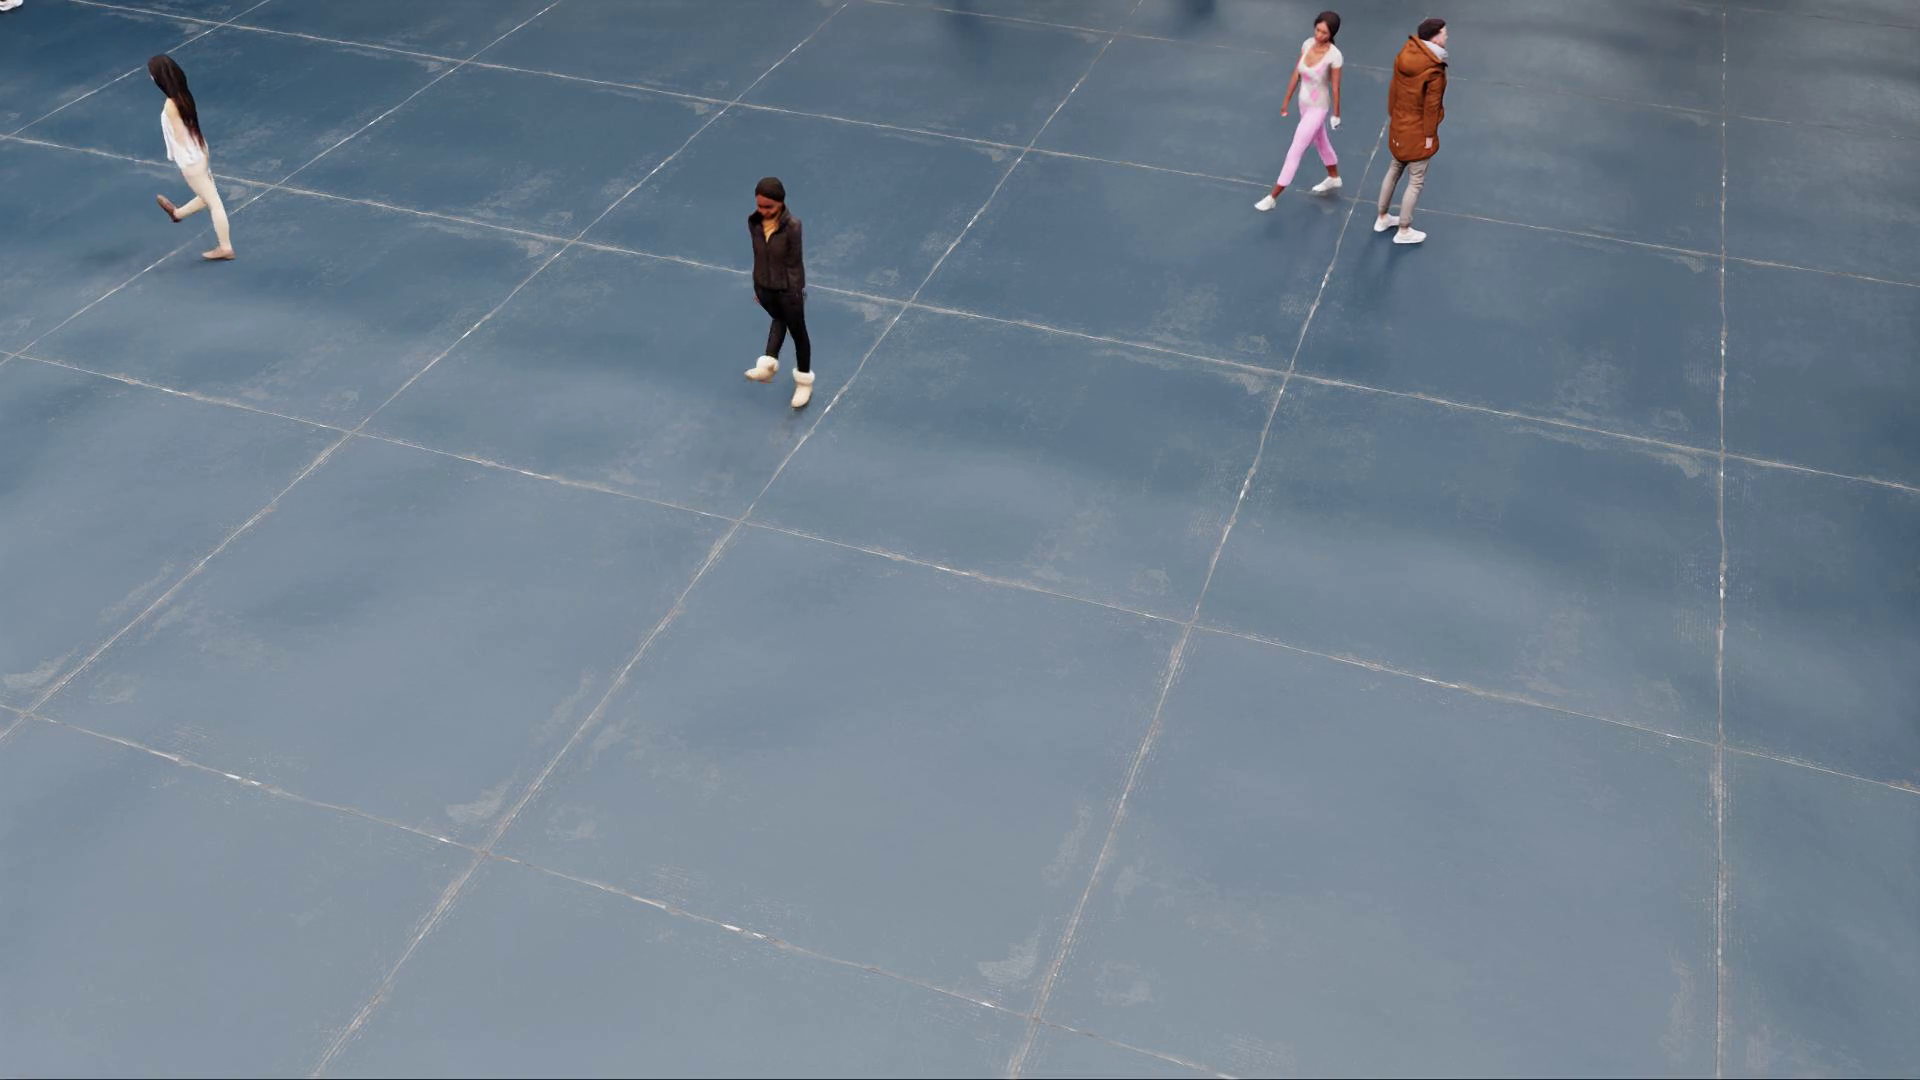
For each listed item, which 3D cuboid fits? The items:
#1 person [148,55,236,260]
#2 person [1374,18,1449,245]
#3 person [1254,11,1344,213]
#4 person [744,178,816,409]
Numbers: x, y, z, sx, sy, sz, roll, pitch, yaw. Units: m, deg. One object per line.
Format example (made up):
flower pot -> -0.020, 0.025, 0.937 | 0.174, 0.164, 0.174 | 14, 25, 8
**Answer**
person -> -6.202, -3.018, 13.179 | 0.829, 1.647, 0.837 | 23, 44, 27
person -> 3.641, -3.291, 13.375 | 0.908, 1.837, 0.848 | -16, 41, -20
person -> 3.010, -3.566, 13.852 | 1.211, 1.682, 1.145 | -15, 41, -19
person -> -1.295, -1.684, 11.465 | 0.723, 1.659, 0.590 | 13, 40, 16
